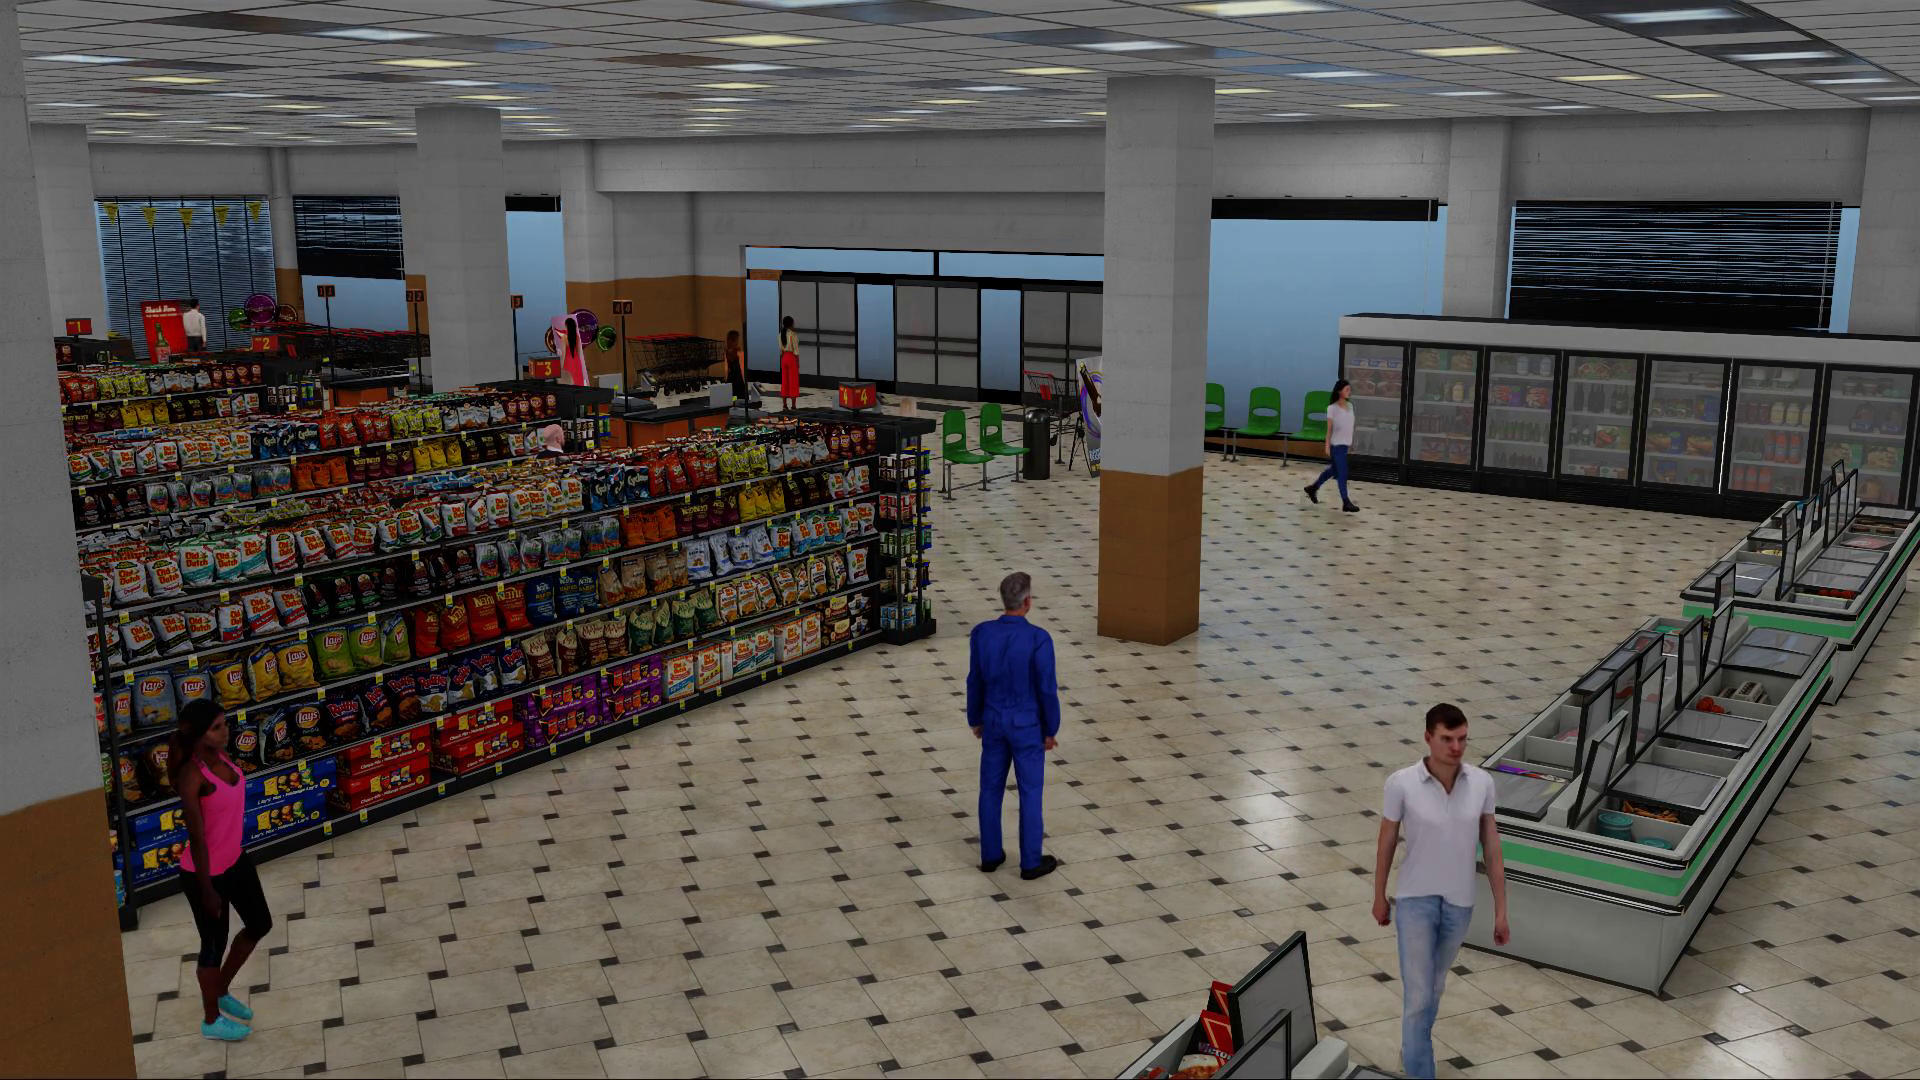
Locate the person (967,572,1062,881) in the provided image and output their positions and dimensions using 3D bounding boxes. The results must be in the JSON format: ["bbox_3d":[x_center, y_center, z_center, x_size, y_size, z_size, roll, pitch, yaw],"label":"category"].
[{"bbox_3d":[0.312,1.127,9.893,0.749,1.768,0.588,6,13,27],"label":"person"}]

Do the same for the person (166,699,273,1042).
[{"bbox_3d":[-3.624,1.571,7.918,0.748,1.713,0.666,2,12,7],"label":"person"}]

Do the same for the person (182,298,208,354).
[{"bbox_3d":[-16.139,-4.162,34.996,1.065,1.774,1.249,0,12,1],"label":"person"}]

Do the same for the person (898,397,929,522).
[{"bbox_3d":[-0.633,-0.766,19.116,0.598,1.671,0.504,7,14,32],"label":"person"}]

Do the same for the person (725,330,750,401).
[{"bbox_3d":[-3.596,-2.443,26.684,0.568,1.835,0.508,8,14,34],"label":"person"}]

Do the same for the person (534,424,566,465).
[{"bbox_3d":[-3.904,-0.220,16.156,0.702,1.823,0.596,7,14,30],"label":"person"}]

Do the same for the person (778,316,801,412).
[{"bbox_3d":[-3.103,-3.183,30.300,0.583,1.793,0.512,8,14,34],"label":"person"}]

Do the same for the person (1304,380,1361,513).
[{"bbox_3d":[4.728,-1.173,21.091,1.092,1.654,0.848,-11,16,-42],"label":"person"}]

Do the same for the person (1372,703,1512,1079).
[{"bbox_3d":[2.104,1.605,7.498,1.060,1.819,1.139,-1,12,-7],"label":"person"}]

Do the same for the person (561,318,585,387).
[{"bbox_3d":[-7.183,-3.252,30.786,0.682,1.727,0.518,10,15,38],"label":"person"}]
